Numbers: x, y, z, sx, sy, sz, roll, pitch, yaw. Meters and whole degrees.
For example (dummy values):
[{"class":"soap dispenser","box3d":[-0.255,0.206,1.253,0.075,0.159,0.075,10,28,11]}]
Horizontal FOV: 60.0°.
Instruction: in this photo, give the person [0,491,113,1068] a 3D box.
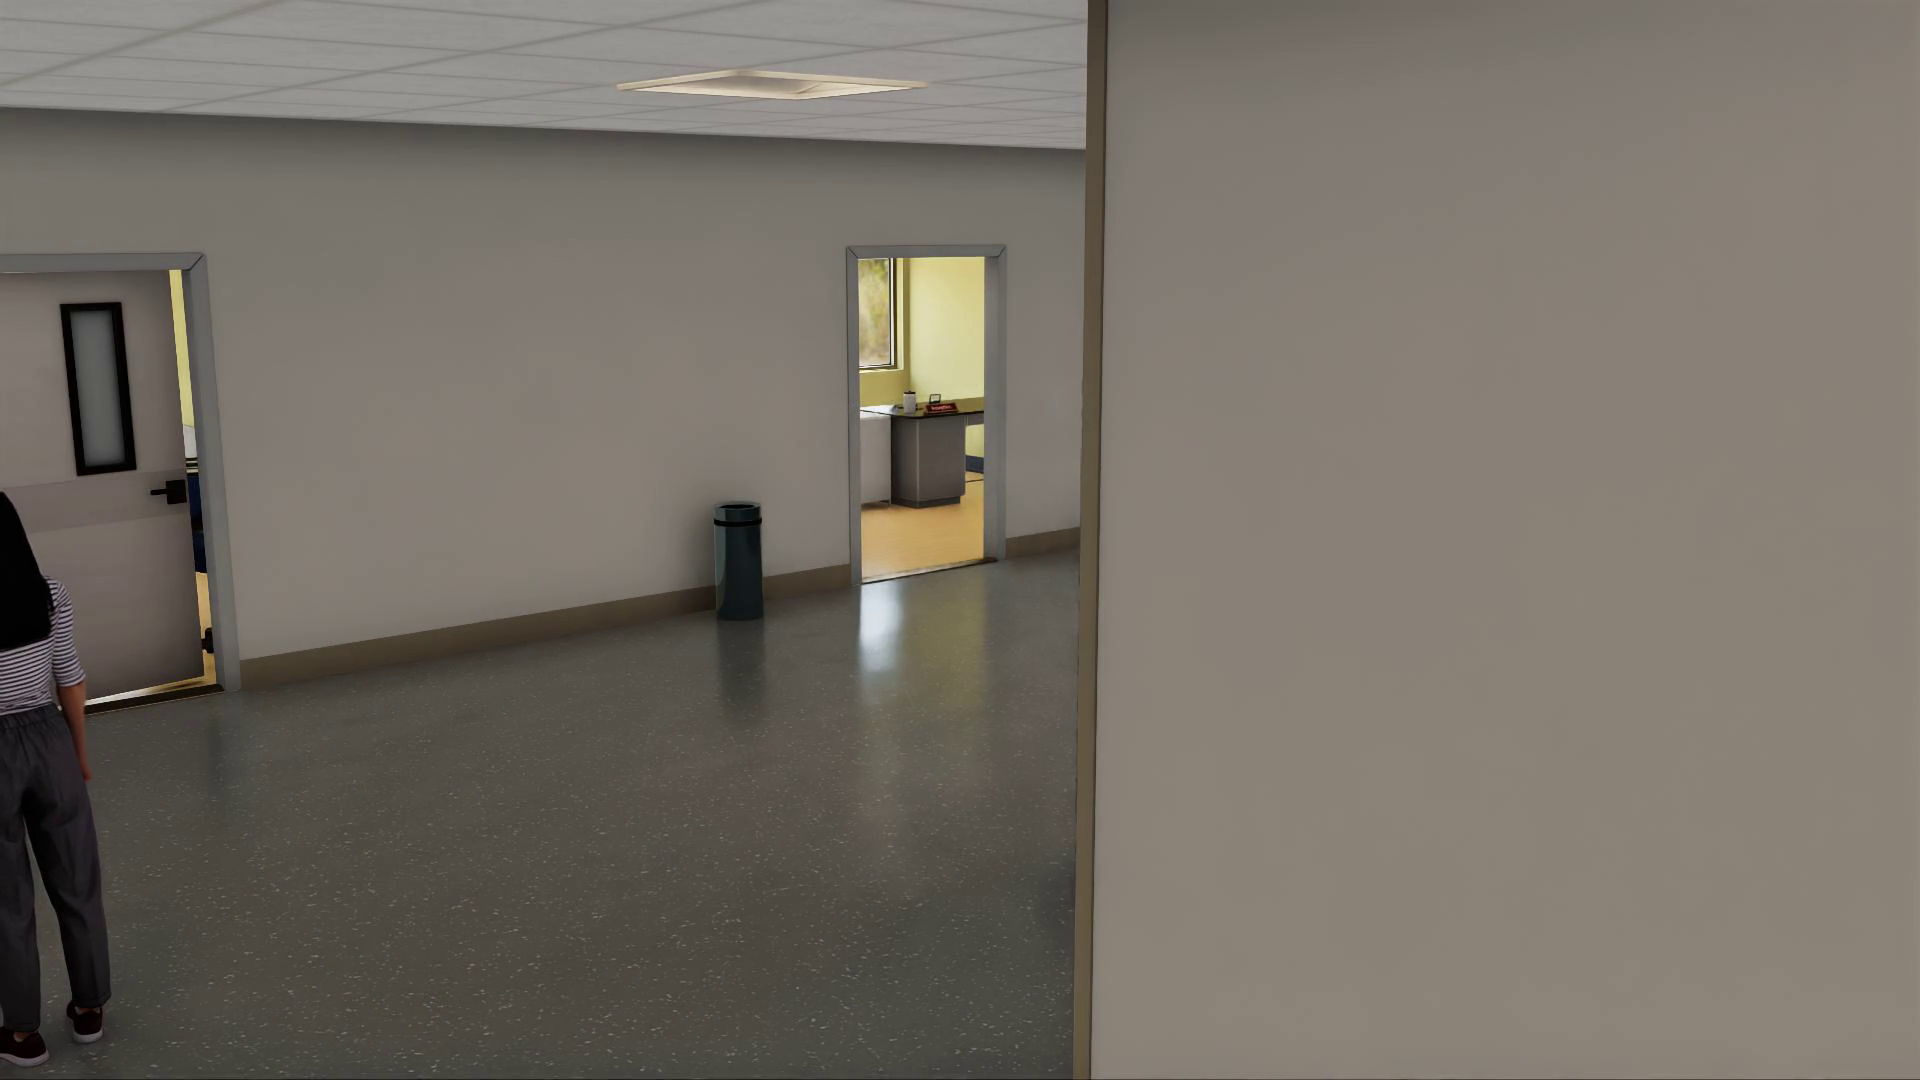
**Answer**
[{"class":"person","box3d":[-2.763,0.680,4.875,0.687,1.736,0.504,10,14,41]}]
